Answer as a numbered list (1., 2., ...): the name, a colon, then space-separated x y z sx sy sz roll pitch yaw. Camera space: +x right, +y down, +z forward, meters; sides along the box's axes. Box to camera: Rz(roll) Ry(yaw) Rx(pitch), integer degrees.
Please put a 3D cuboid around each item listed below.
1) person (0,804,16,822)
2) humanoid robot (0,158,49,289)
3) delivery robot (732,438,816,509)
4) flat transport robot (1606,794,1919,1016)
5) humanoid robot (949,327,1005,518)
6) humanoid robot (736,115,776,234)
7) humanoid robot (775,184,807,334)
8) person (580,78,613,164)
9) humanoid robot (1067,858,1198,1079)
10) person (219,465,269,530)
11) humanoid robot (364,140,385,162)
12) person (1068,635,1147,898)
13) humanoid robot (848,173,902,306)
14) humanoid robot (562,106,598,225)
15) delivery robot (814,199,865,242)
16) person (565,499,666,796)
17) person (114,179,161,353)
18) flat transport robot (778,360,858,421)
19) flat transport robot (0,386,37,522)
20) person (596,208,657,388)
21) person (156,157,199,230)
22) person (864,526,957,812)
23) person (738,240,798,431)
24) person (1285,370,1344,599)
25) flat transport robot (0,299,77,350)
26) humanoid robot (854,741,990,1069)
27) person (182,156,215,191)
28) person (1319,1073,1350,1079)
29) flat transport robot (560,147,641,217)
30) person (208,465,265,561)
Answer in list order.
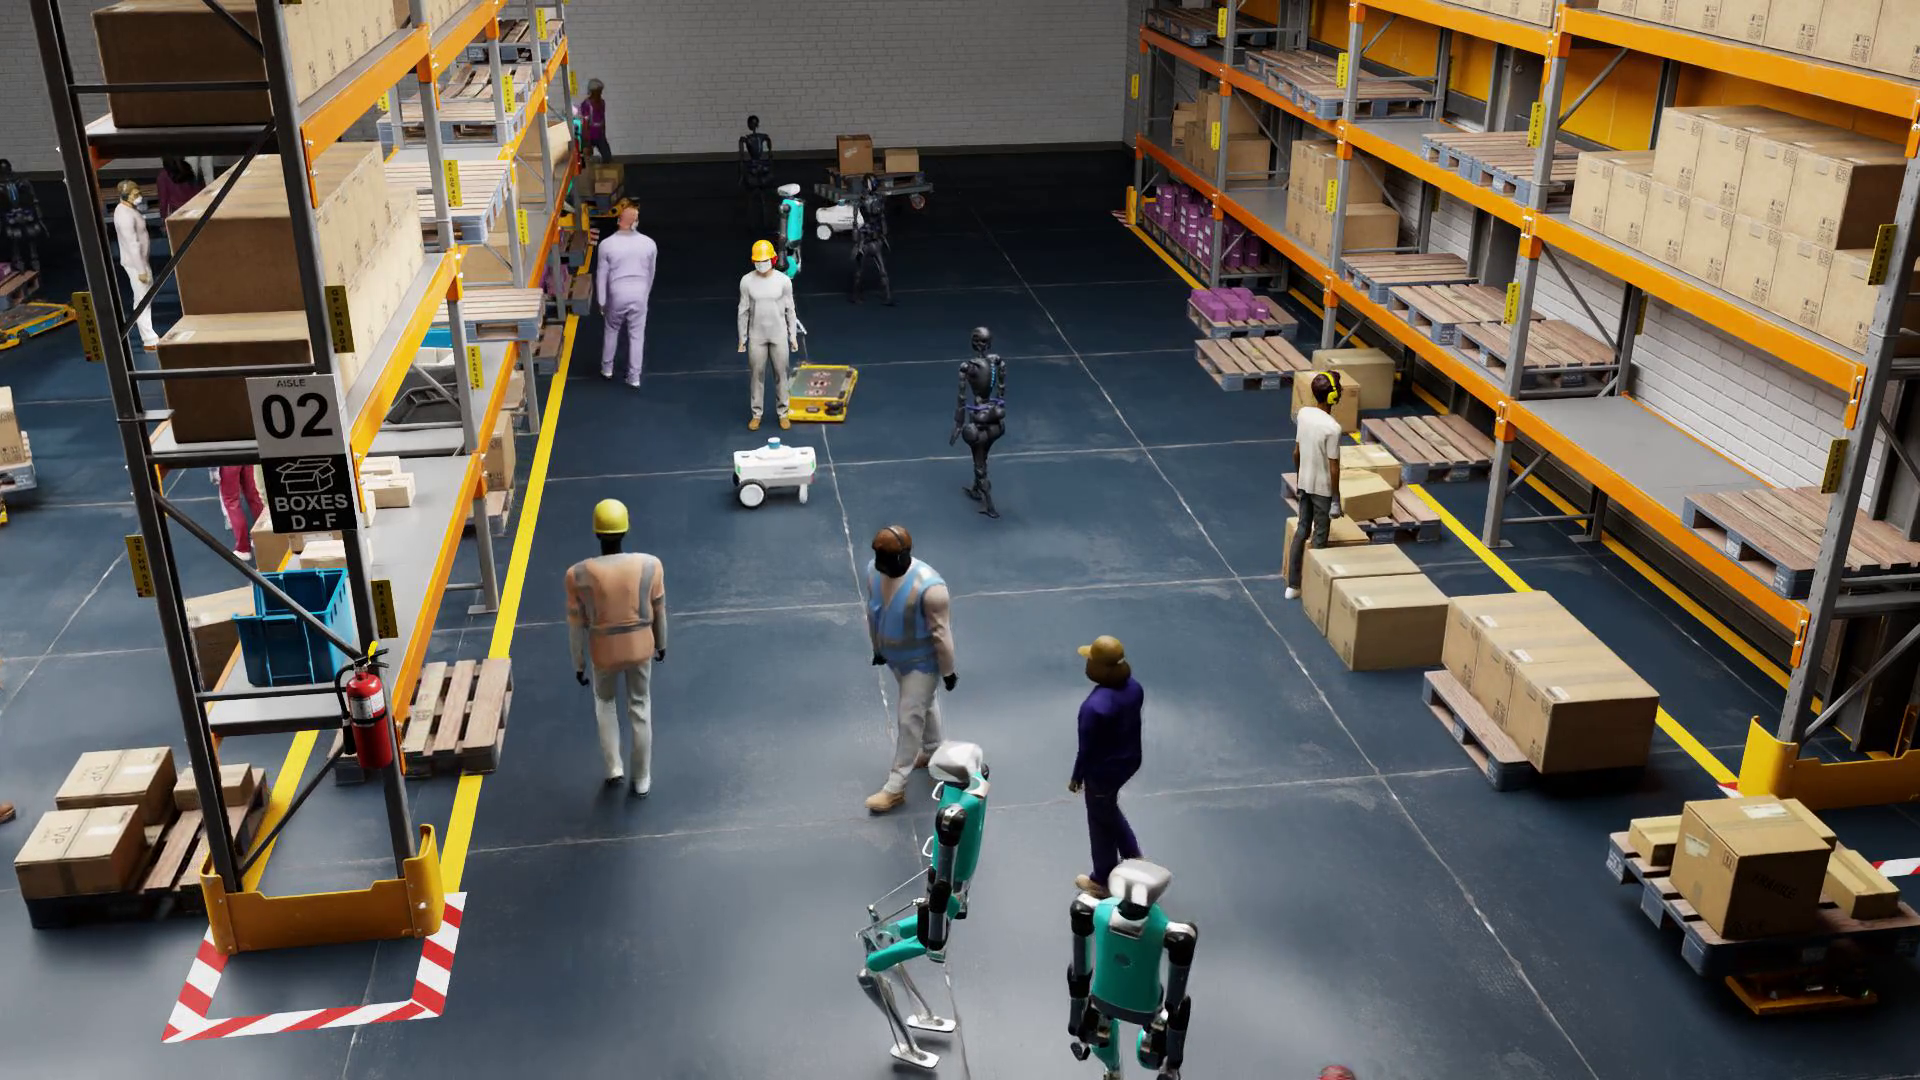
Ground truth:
1. person: -6.040 0.785 9.816 0.664 1.952 0.401 14 27 29
2. humanoid robot: -11.858 -3.979 20.992 0.603 1.635 0.413 -17 29 -34
3. delivery robot: -1.643 -0.615 14.698 0.735 0.573 0.511 -4 24 -10
4. flat transport robot: 4.238 2.035 9.041 0.659 0.231 1.431 -3 24 -7
5. humanoid robot: 0.138 -1.043 14.323 0.584 1.638 0.632 -21 31 -40
6. humanoid robot: -2.937 -5.252 23.899 0.615 1.645 0.386 -17 29 -34
7. humanoid robot: -2.099 -3.208 19.183 0.738 1.801 0.557 8 25 18
8. person: -5.749 -6.362 26.255 0.658 1.811 0.549 17 29 34
9. humanoid robot: 0.831 2.014 7.280 0.549 1.782 0.933 10 26 22
10. person: -6.082 -0.959 14.024 0.598 1.740 0.384 -10 26 -21
11. humanoid robot: -7.660 -4.538 22.275 0.476 1.645 0.610 -6 24 -14
12. person: 0.794 1.251 9.149 0.376 1.609 0.462 14 28 30
13. humanoid robot: -1.069 -3.638 20.243 0.733 1.629 0.609 19 30 37
14. humanoid robot: -5.770 -5.368 24.102 0.894 1.776 0.576 -6 24 -13
15. delivery robot: -1.703 -4.536 23.678 0.807 0.612 0.499 2 24 4
16. person: -2.068 0.666 10.122 0.594 1.913 0.453 -6 24 -13
17. person: -9.158 -3.057 18.574 0.371 1.933 0.627 -11 26 -23
18. flat transport robot: -1.453 -1.538 17.182 0.659 0.231 1.431 1 24 2
19. flat transport robot: -8.783 -0.408 14.607 0.659 0.231 1.431 -13 27 -27
20. person: -3.529 -2.584 17.599 0.674 1.855 0.829 -9 25 -20
21. person: -9.870 -4.098 20.964 0.796 1.922 0.490 11 26 23
22. person: -0.364 0.737 10.119 0.797 1.792 0.648 -18 30 -36
23. person: -1.871 -1.987 16.185 0.584 1.894 0.373 -1 24 -3
24. person: 2.712 -0.379 12.546 0.329 1.876 0.509 -11 26 -24
25. flat transport robot: -10.975 -2.513 19.404 0.659 0.231 1.431 5 24 11
26. humanoid robot: -0.227 1.702 7.871 0.729 1.709 0.530 6 24 14
27. person: -11.644 -6.008 25.410 0.430 1.845 0.621 21 32 40
28. person: 1.294 2.576 6.003 0.616 1.722 0.852 4 24 10
29. flat transport robot: -5.593 -4.997 25.061 1.431 0.231 0.659 0 24 1
30. person: -5.870 -0.620 13.405 0.278 1.628 0.503 6 24 13
